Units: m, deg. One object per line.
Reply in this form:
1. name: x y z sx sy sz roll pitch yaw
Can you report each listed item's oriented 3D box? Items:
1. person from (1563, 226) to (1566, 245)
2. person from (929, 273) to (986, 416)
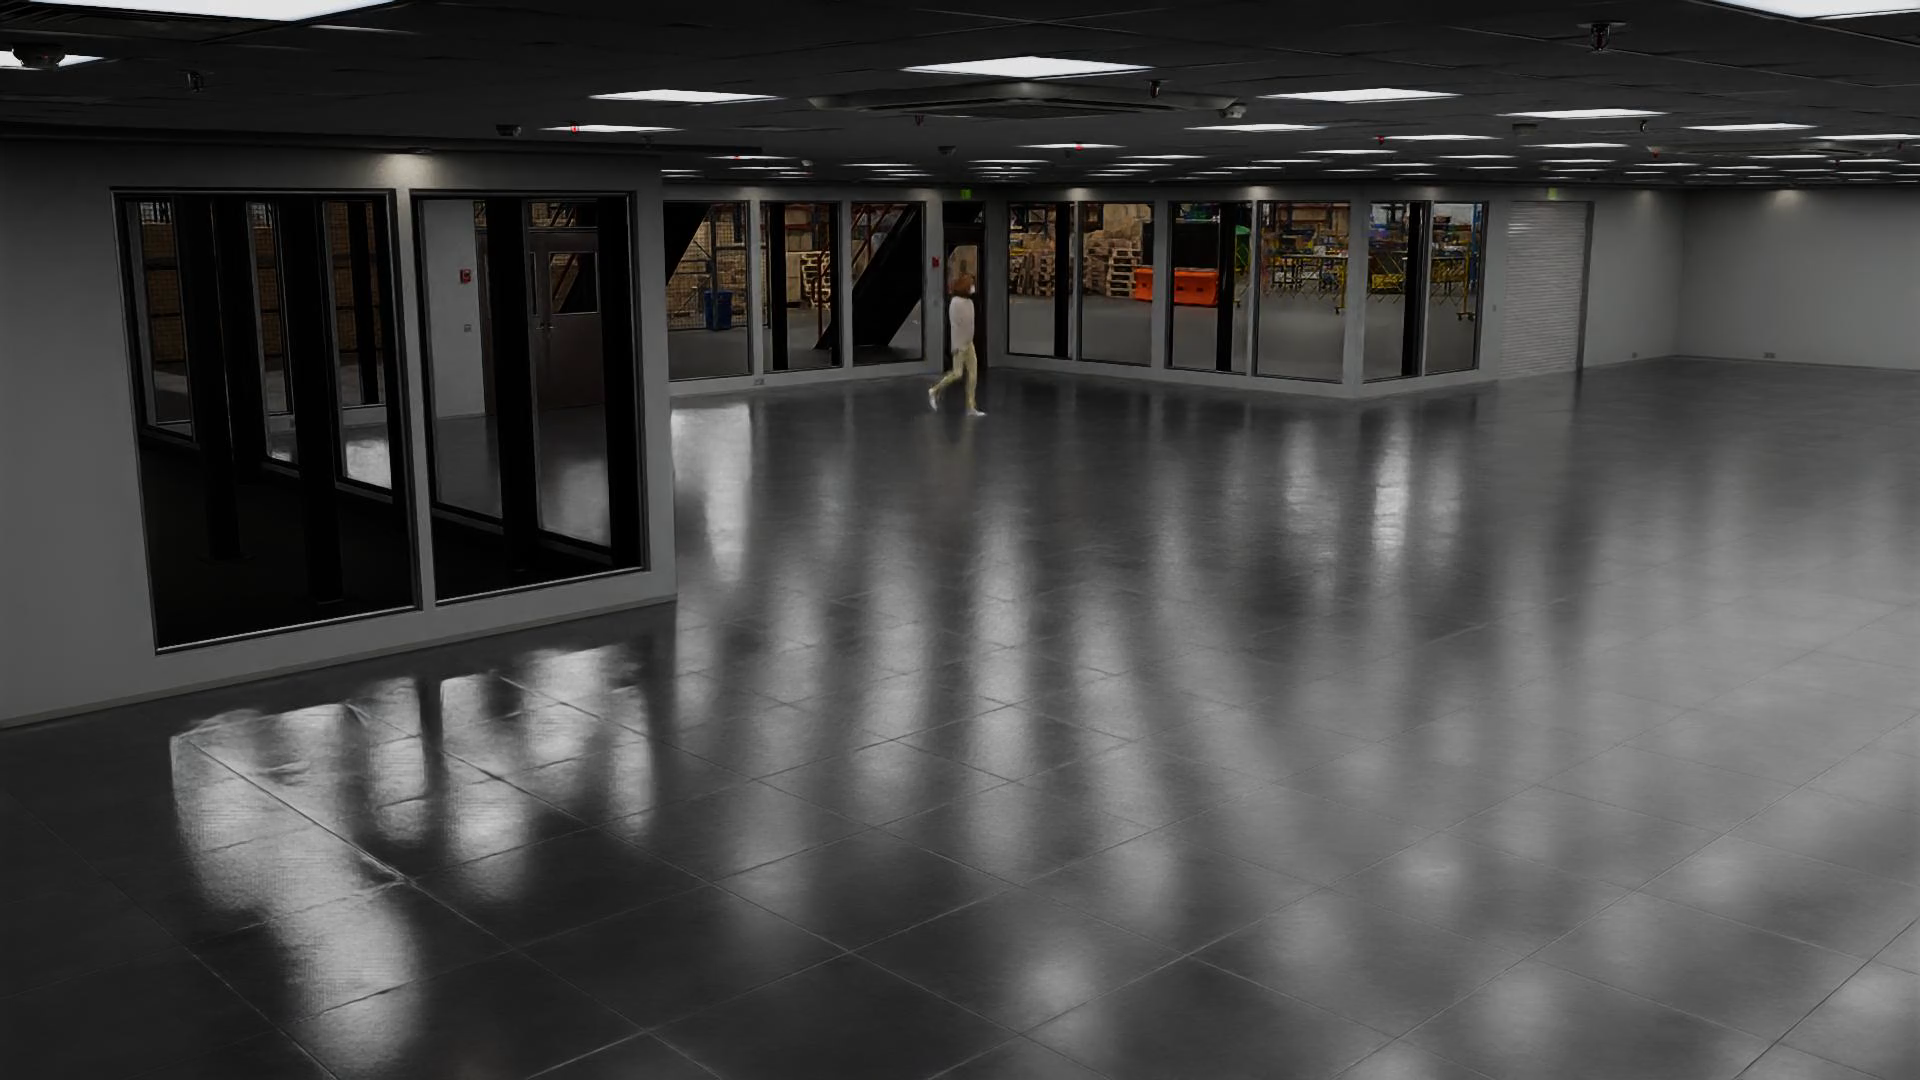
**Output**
1. person: 18.262 -8.703 50.768 0.815 1.838 0.533 9 14 38
2. person: -0.025 -2.199 18.710 0.609 1.613 0.509 7 13 30
